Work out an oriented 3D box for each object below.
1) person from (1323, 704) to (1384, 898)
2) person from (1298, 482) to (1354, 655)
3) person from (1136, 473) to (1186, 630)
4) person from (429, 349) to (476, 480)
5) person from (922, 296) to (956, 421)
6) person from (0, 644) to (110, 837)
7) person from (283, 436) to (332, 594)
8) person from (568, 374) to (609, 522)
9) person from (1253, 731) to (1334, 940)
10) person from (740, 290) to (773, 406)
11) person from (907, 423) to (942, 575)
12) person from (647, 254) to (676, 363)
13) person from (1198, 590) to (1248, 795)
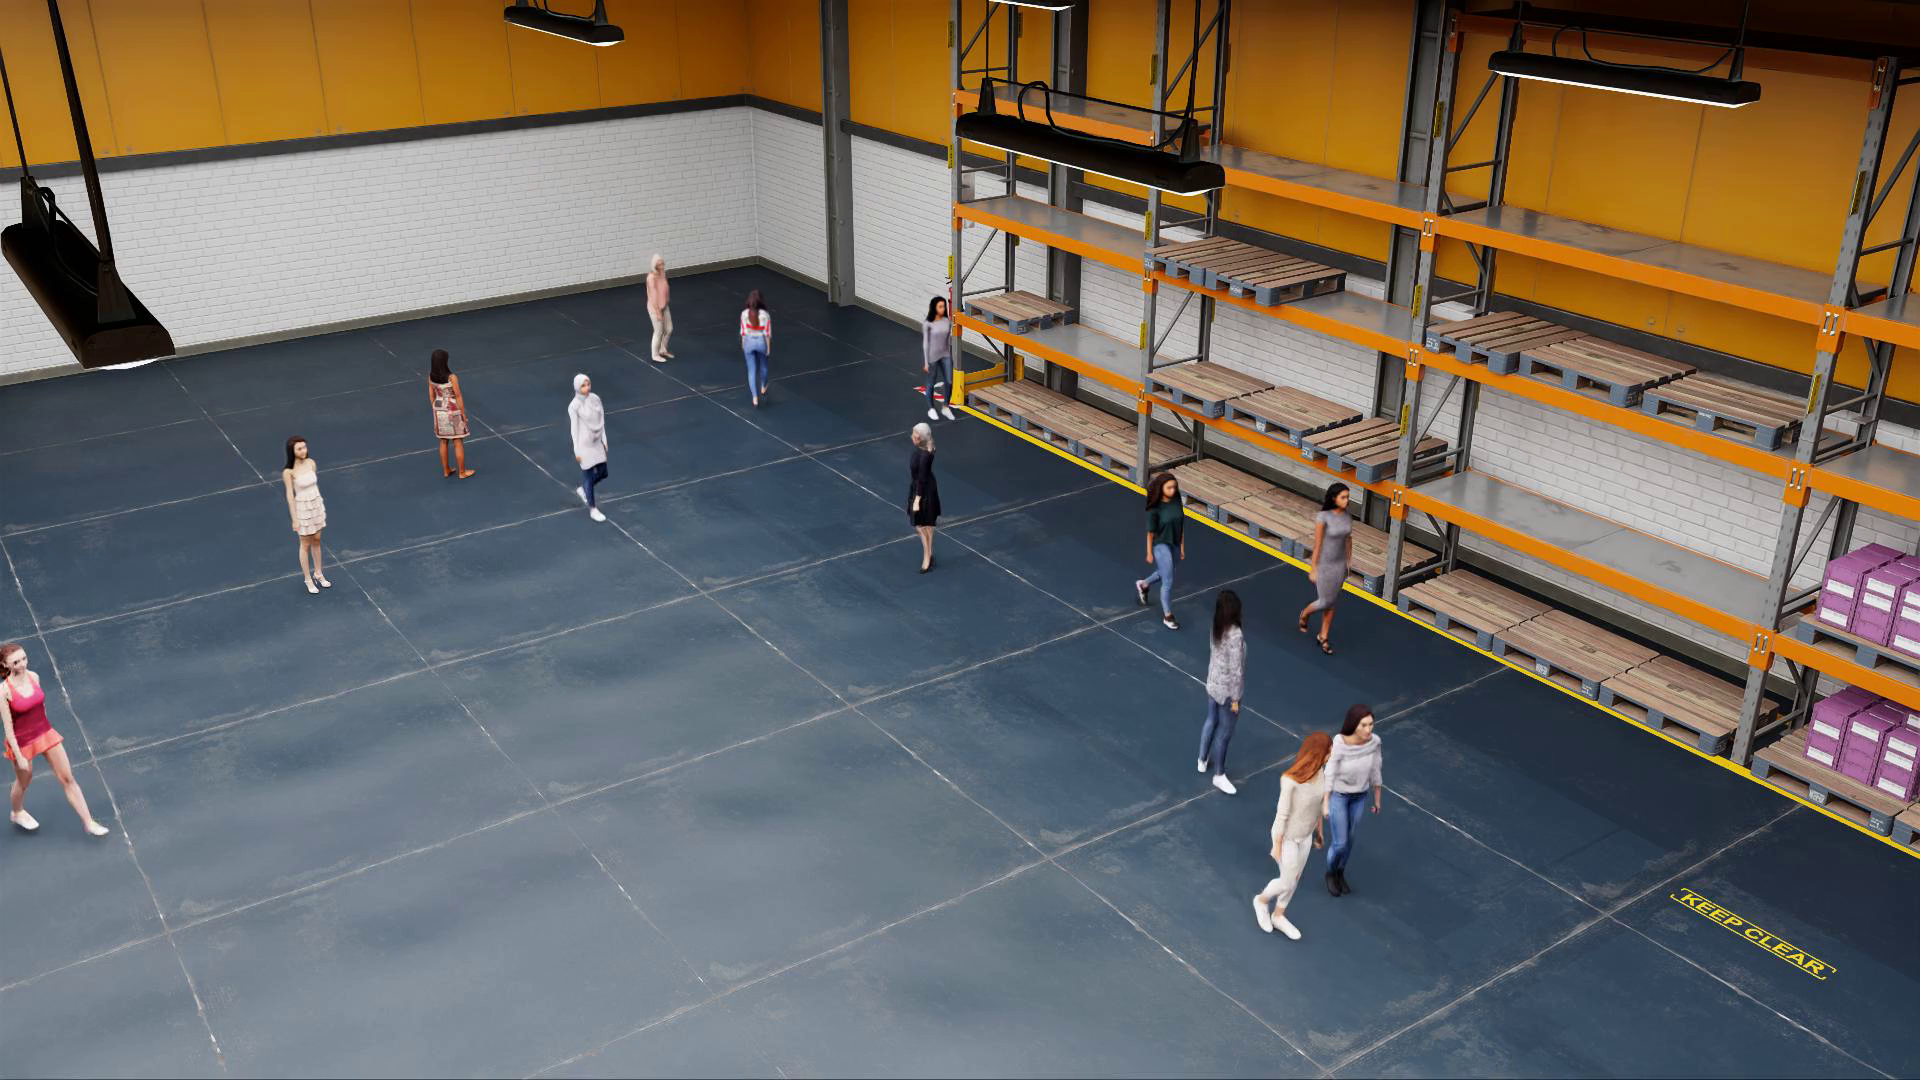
[{"bbox_3d":[2.885,1.923,12.601,0.669,1.625,0.632,-9,25,-19],"label":"person"},{"bbox_3d":[3.546,0.255,16.237,0.663,1.771,0.778,-11,26,-23],"label":"person"},{"bbox_3d":[2.050,0.057,16.910,0.572,1.593,0.977,-15,28,-31],"label":"person"},{"bbox_3d":[-6.331,-1.567,20.560,0.684,1.645,0.781,7,25,16],"label":"person"},{"bbox_3d":[-0.359,-2.478,22.548,0.683,1.721,0.698,-10,26,-22],"label":"person"},{"bbox_3d":[-7.437,1.613,13.219,1.235,1.698,0.995,10,26,22],"label":"person"},{"bbox_3d":[-6.872,-0.281,17.507,0.667,1.735,0.652,12,26,25],"label":"person"},{"bbox_3d":[-4.360,-1.098,19.336,0.858,1.767,0.746,18,29,35],"label":"person"},{"bbox_3d":[2.375,2.111,12.112,0.632,1.672,0.664,-17,29,-33],"label":"person"},{"bbox_3d":[-2.847,-2.653,23.133,0.952,1.574,1.141,-1,24,-3],"label":"person"},{"bbox_3d":[-0.387,-0.482,17.973,0.835,1.730,0.749,6,24,14],"label":"person"},{"bbox_3d":[-4.531,-3.462,24.847,0.811,1.683,0.772,3,24,6],"label":"person"},{"bbox_3d":[2.217,1.279,13.973,0.893,1.707,0.613,-1,24,-3],"label":"person"}]
